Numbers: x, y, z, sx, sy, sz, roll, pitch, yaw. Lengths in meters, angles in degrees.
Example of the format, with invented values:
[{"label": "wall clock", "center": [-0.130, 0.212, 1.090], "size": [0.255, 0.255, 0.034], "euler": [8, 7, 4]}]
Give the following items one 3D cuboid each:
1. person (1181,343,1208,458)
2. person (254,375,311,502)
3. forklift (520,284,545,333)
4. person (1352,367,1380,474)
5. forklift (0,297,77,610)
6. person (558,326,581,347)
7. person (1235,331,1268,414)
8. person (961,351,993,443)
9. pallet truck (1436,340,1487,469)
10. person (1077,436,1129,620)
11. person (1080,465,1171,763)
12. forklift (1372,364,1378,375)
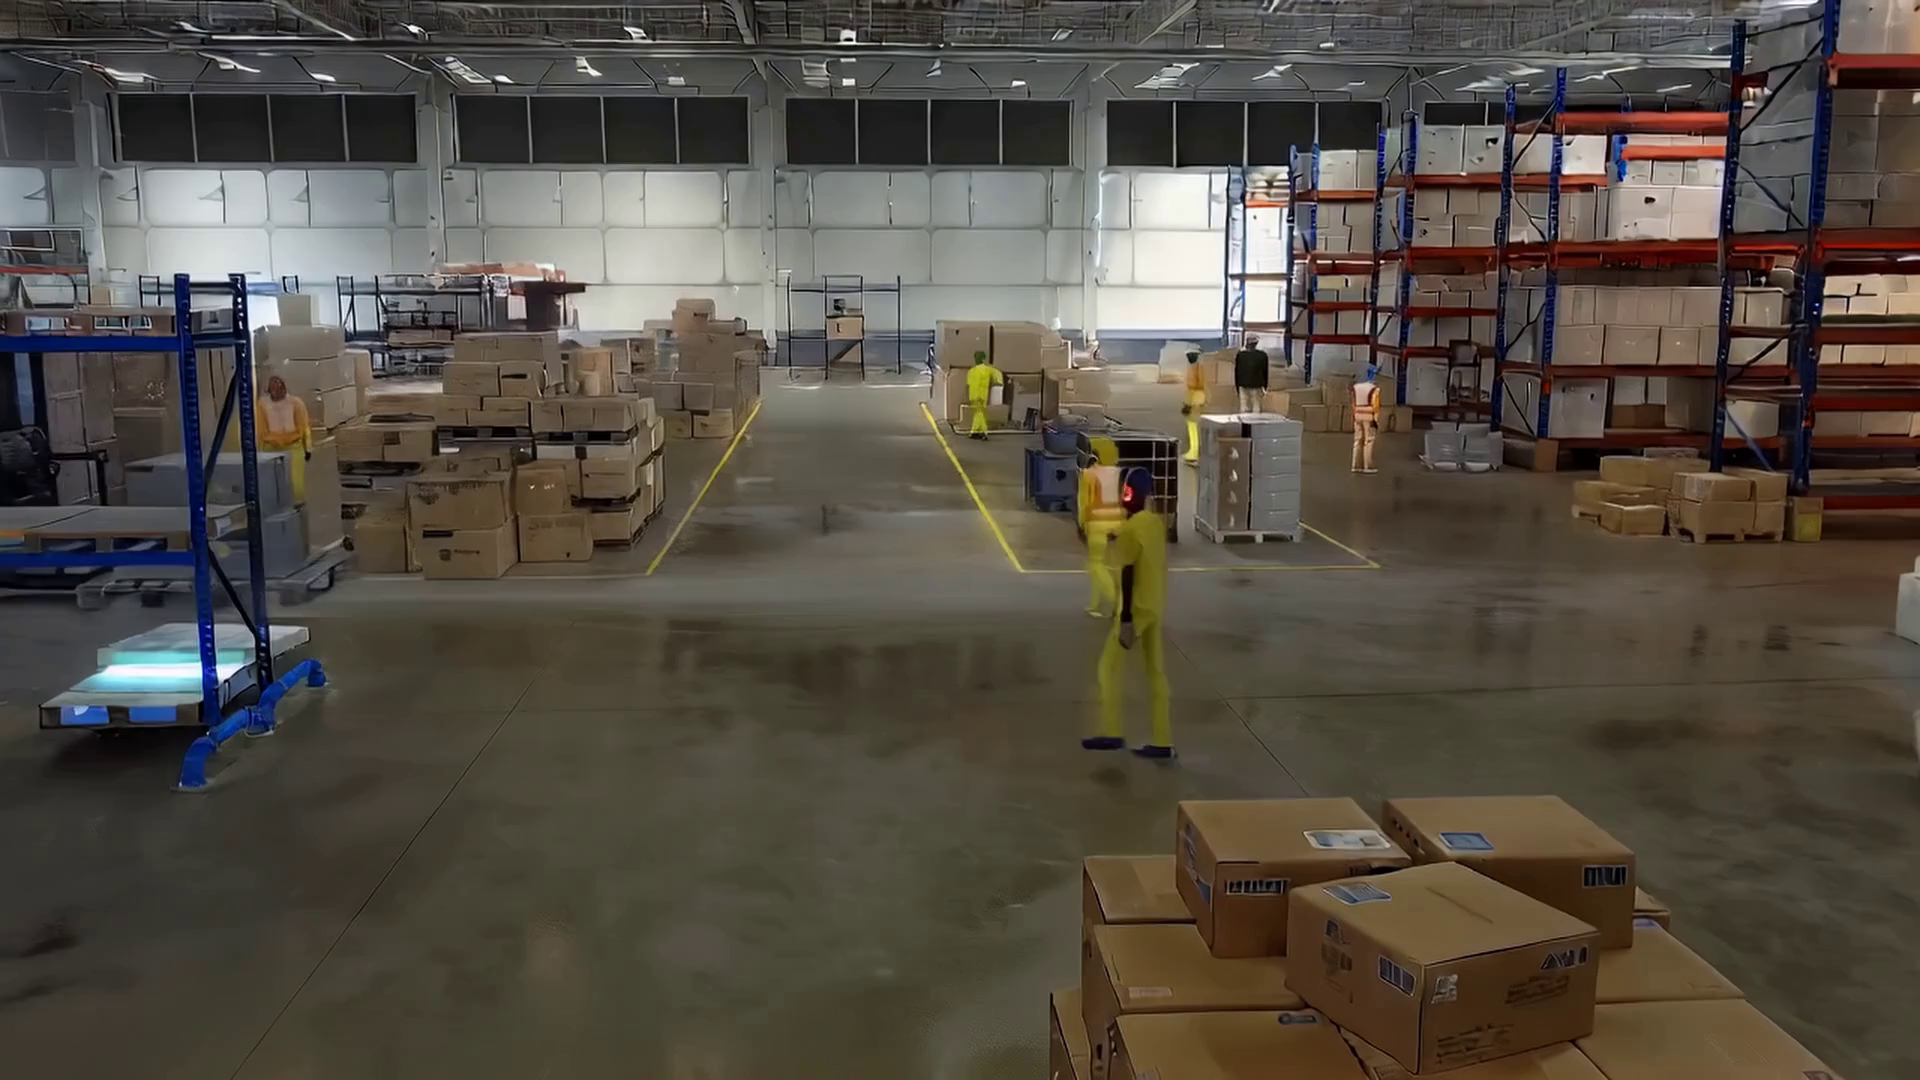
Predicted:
[{"label": "person", "center": [3.951, -2.298, 27.486], "size": [0.590, 1.914, 0.572], "euler": [5, 10, 29]}, {"label": "person", "center": [-8.215, -1.091, 20.174], "size": [0.649, 1.827, 0.434], "euler": [-4, 10, -24]}, {"label": "forklift", "center": [-9.320, -4.225, 36.561], "size": [1.873, 2.768, 1.129], "euler": [-1, 9, -4]}, {"label": "person", "center": [6.191, -1.820, 25.350], "size": [0.309, 1.636, 0.522], "euler": [-5, 11, -31]}, {"label": "forklift", "center": [-8.912, -0.811, 15.122], "size": [1.873, 2.768, 1.129], "euler": [-1, 9, -4]}, {"label": "person", "center": [-8.429, -3.631, 35.784], "size": [0.668, 1.929, 0.436], "euler": [1, 9, 7]}, {"label": "person", "center": [5.379, -2.848, 30.684], "size": [0.611, 1.996, 0.378], "euler": [2, 9, 14]}, {"label": "person", "center": [0.323, -2.606, 30.224], "size": [0.543, 1.644, 0.876], "euler": [-7, 12, -38]}, {"label": "pallet truck", "center": [8.004, -2.170, 26.422], "size": [0.823, 1.965, 1.885], "euler": [2, 9, 14]}, {"label": "person", "center": [1.293, -0.098, 14.579], "size": [0.523, 1.616, 0.658], "euler": [-6, 11, -33]}, {"label": "person", "center": [1.049, 0.455, 10.404], "size": [0.756, 1.841, 0.560], "euler": [8, 12, 41]}, {"label": "forklift", "center": [9.892, -4.110, 35.836], "size": [1.873, 2.768, 1.129], "euler": [-1, 9, -4]}]
